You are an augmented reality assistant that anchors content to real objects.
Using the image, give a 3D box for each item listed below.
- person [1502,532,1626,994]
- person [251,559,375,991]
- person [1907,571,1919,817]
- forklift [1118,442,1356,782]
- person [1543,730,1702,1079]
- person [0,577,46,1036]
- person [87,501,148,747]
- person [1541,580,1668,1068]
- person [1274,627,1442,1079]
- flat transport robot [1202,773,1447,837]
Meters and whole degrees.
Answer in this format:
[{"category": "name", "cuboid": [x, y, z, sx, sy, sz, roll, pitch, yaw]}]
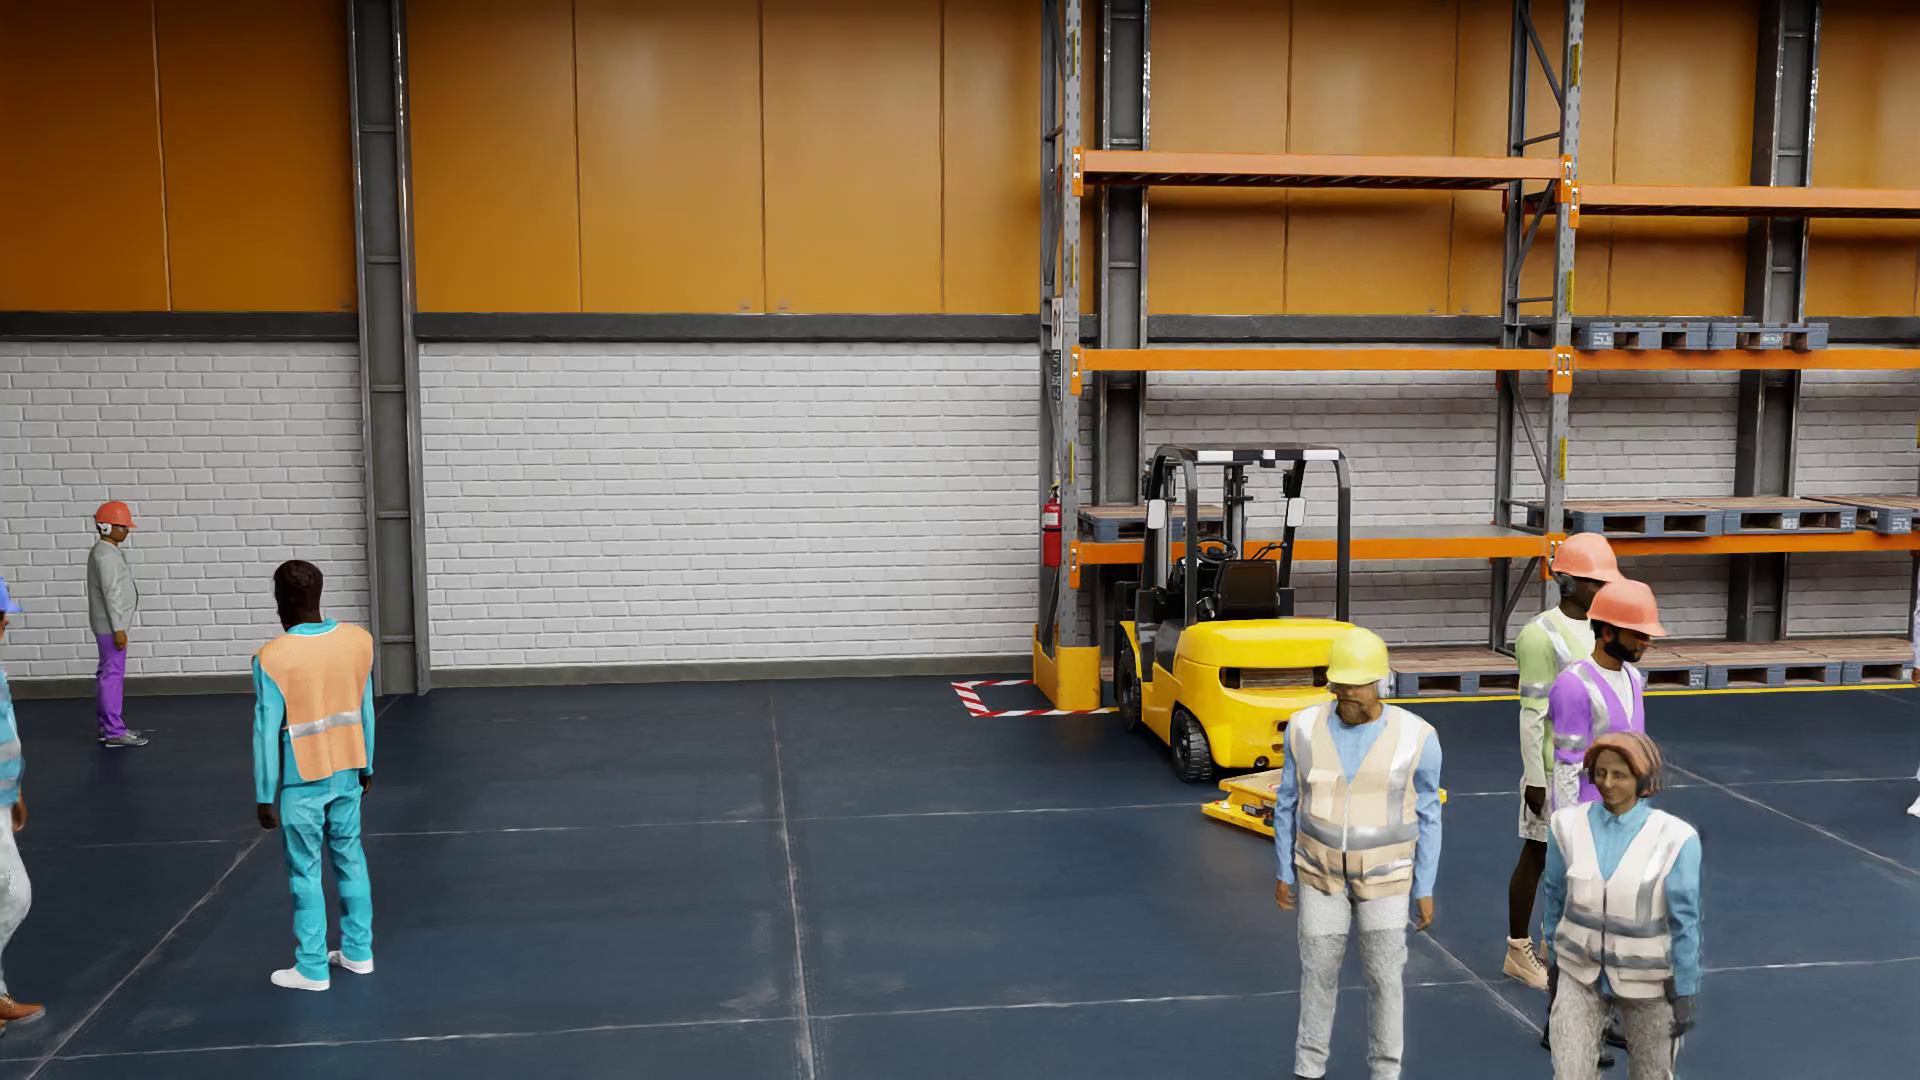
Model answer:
[{"category": "person", "cuboid": [2.698, 0.975, 7.343, 0.604, 2.034, 0.418, -5, 8, -39]}, {"category": "person", "cuboid": [-2.834, 1.035, 7.351, 0.400, 1.907, 0.600, 4, 8, 31]}, {"category": "person", "cuboid": [6.027, 0.731, 9.947, 0.590, 1.920, 0.399, 5, 9, 40]}, {"category": "forklift", "cuboid": [1.912, 0.418, 11.496, 1.214, 2.155, 2.313, -1, 7, -8]}, {"category": "person", "cuboid": [2.155, 1.399, 5.404, 0.518, 1.616, 0.738, 6, 9, 40]}, {"category": "person", "cuboid": [-4.019, 1.078, 6.824, 0.421, 1.934, 0.625, -2, 7, -16]}, {"category": "person", "cuboid": [-6.034, 0.594, 11.893, 0.339, 1.745, 0.561, -4, 8, -32]}, {"category": "person", "cuboid": [2.570, 1.110, 6.627, 0.554, 1.925, 0.390, -5, 8, -39]}, {"category": "person", "cuboid": [1.438, 1.217, 6.081, 0.600, 1.827, 0.404, 3, 7, 24]}, {"category": "flat transport robot", "cuboid": [2.215, 1.534, 10.064, 1.431, 0.197, 0.652, -4, 8, -34]}]
